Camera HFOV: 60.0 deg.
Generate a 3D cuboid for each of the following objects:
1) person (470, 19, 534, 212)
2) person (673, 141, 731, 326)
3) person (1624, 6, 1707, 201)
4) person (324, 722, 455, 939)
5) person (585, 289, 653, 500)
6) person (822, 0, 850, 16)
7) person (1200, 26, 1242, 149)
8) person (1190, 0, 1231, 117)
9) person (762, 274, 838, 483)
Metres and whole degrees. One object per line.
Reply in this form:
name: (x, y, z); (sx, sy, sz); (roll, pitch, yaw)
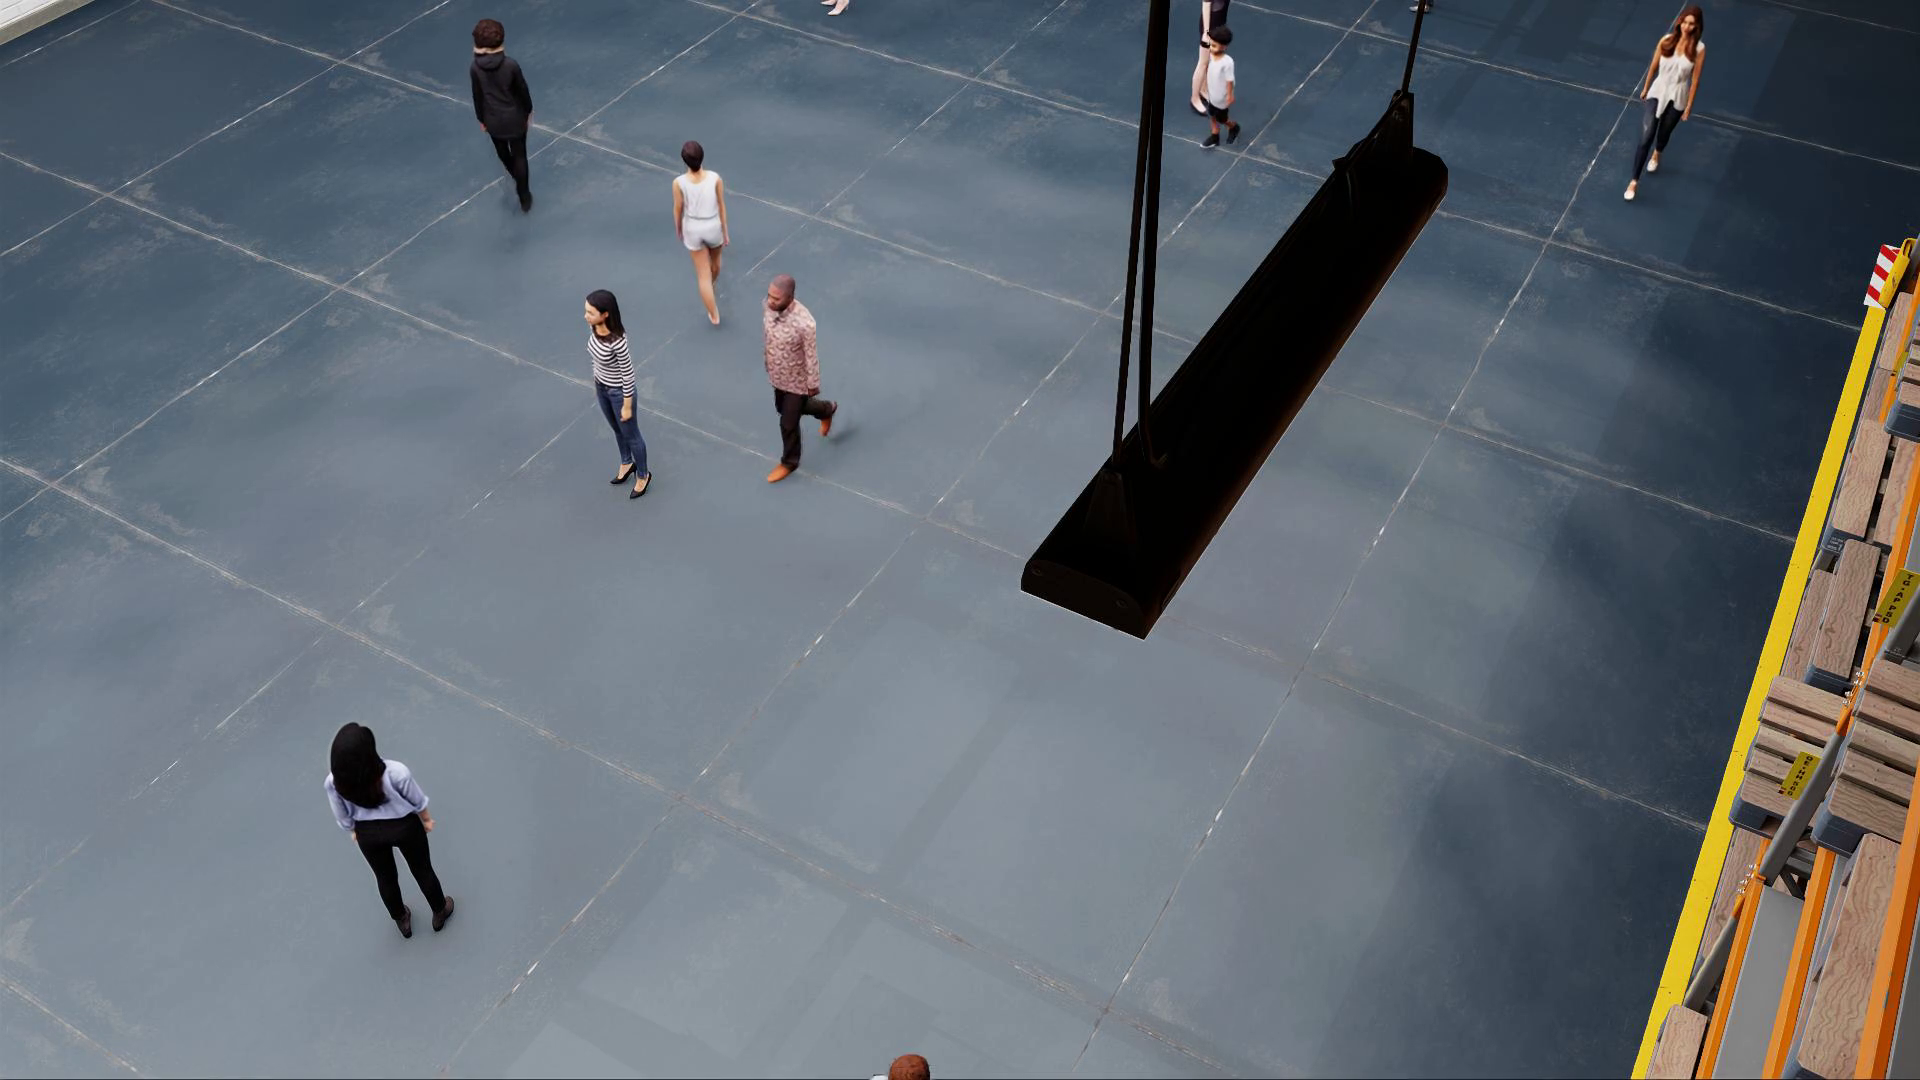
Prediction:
person: (-4.075, -3.743, 14.889); (0.994, 1.744, 1.119); (-5, 44, -5)
person: (-2.106, -2.492, 13.706); (1.014, 1.564, 1.098); (-9, 44, -9)
person: (6.490, -4.052, 15.210); (0.629, 1.749, 1.096); (21, 47, 21)
person: (-3.181, 1.623, 9.257); (0.732, 1.744, 0.775); (-8, 44, -8)
person: (-2.481, -1.059, 12.034); (0.577, 1.797, 0.631); (-32, 52, -29)
person: (-1.357, -6.527, 17.773); (0.723, 1.796, 0.672); (-12, 45, -12)
person: (2.528, -4.313, 15.850); (0.739, 1.243, 0.645); (-25, 49, -24)
person: (2.444, -5.021, 16.168); (0.629, 1.831, 0.413); (22, 48, 21)
person: (-1.174, -1.264, 12.264); (1.123, 1.777, 0.901); (-30, 51, -28)
